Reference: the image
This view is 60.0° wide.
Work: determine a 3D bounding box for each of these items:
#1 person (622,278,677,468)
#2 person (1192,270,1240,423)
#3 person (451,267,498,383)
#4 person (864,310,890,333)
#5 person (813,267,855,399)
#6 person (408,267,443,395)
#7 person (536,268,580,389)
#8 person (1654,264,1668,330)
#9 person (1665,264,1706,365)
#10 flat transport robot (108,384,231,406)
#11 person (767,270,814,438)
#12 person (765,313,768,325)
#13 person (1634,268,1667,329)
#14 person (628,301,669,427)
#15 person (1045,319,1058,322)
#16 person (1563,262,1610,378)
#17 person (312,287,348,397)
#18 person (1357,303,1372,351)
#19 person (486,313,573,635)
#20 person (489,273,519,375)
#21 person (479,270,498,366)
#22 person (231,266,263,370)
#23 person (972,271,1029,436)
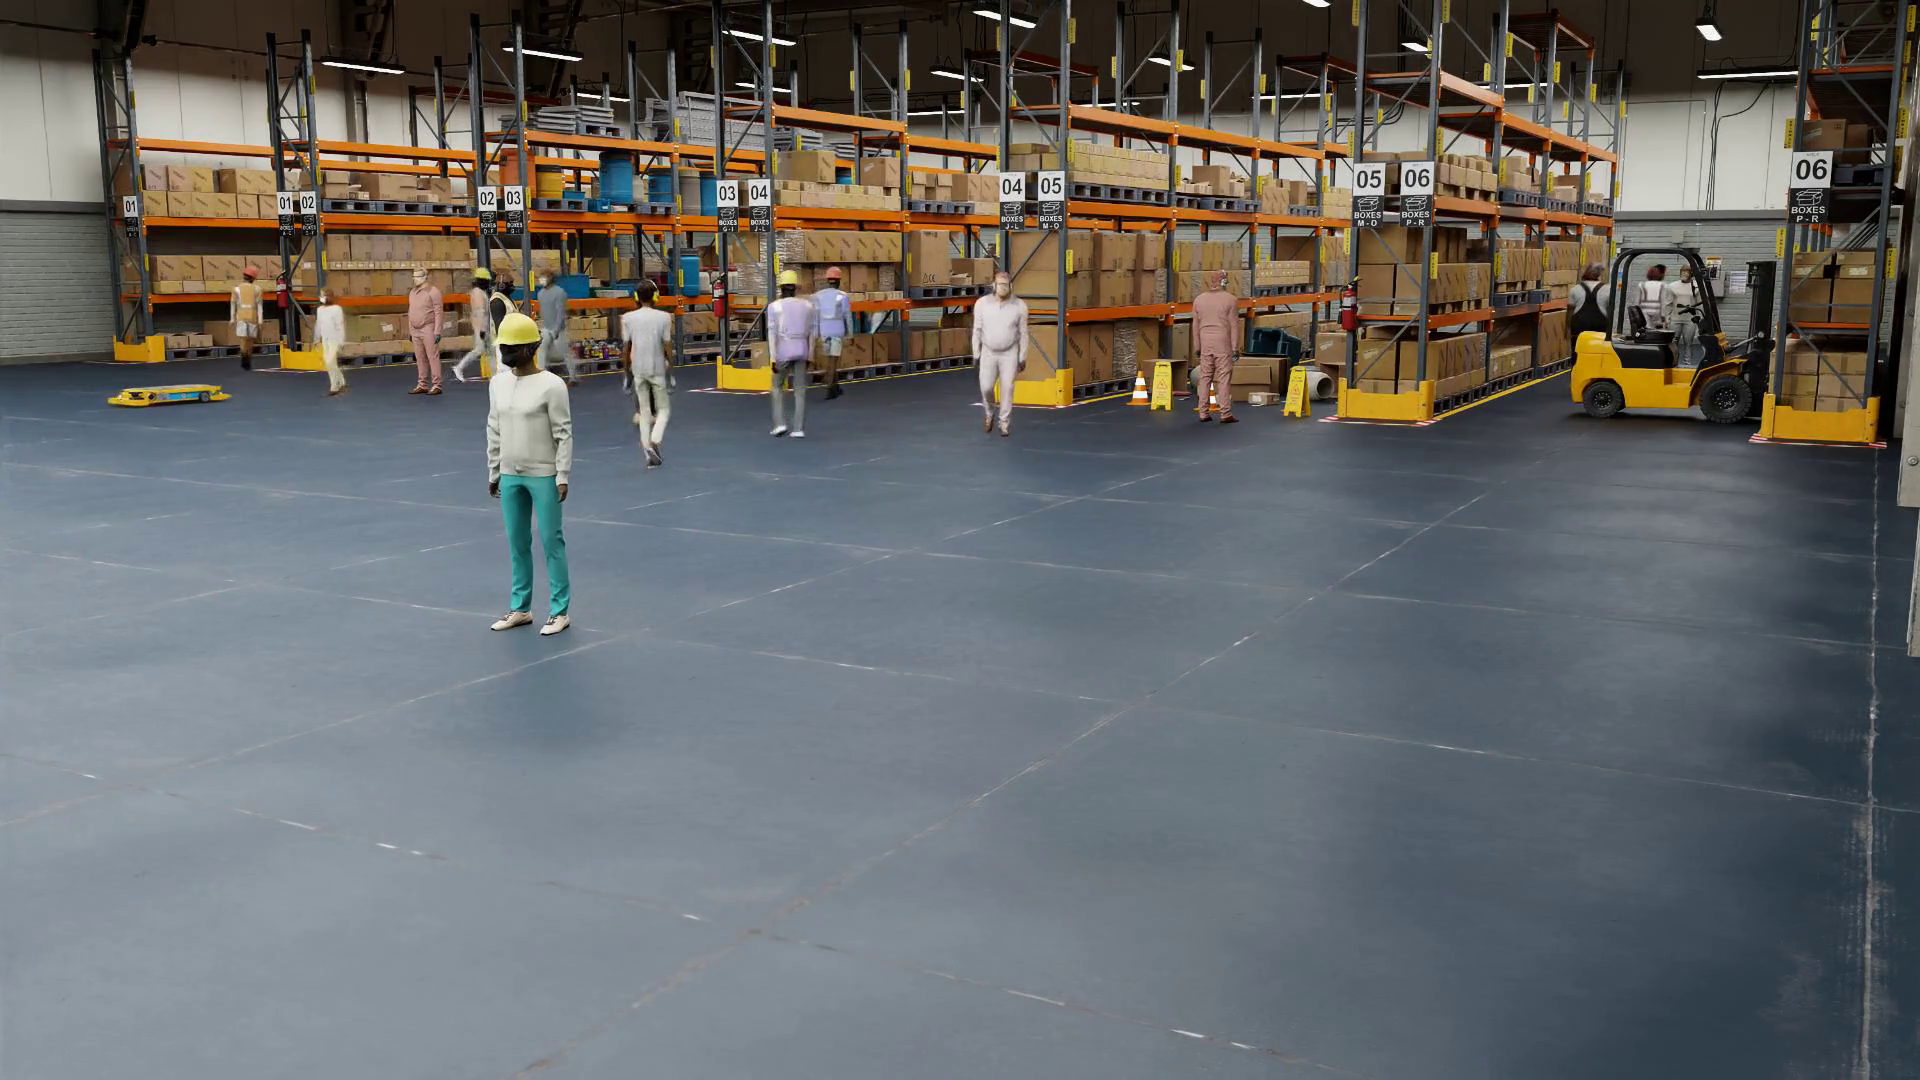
[{"bbox_3d":[-3.031,-1.622,16.267,0.552,1.856,0.403,1,10,3],"label":"person"},{"bbox_3d":[3.221,-2.408,20.751,0.636,1.902,0.405,8,12,38],"label":"person"},{"bbox_3d":[-7.881,-3.509,27.221,0.866,1.897,0.597,-1,10,-8],"label":"person"},{"bbox_3d":[-1.847,-4.912,35.696,0.619,1.815,0.893,6,11,30],"label":"person"},{"bbox_3d":[-1.793,-3.023,24.318,0.577,1.904,0.860,4,11,23],"label":"person"},{"bbox_3d":[-8.040,-3.125,24.933,0.655,1.905,0.407,6,11,30],"label":"person"},{"bbox_3d":[-6.296,-3.241,25.698,0.630,1.891,1.043,6,11,31],"label":"person"},{"bbox_3d":[14.502,-4.814,34.786,0.641,1.918,0.909,-7,12,-35],"label":"person"},{"bbox_3d":[12.398,-3.745,28.489,0.628,1.933,0.378,6,11,30],"label":"person"},{"bbox_3d":[-11.131,-2.054,23.438,0.652,0.197,1.431,7,12,34],"label":"flat transport robot"},{"bbox_3d":[-1.963,-2.122,19.059,0.589,1.904,0.666,-5,11,-25],"label":"person"},{"bbox_3d":[-3.158,-3.971,29.478,0.609,2.044,0.395,3,10,15],"label":"person"},{"bbox_3d":[14.022,-4.614,33.862,0.593,1.839,0.969,1,10,5],"label":"person"},{"bbox_3d":[-3.825,-2.197,20.219,0.538,1.661,0.847,4,10,21],"label":"person"},{"bbox_3d":[1.733,-3.736,28.334,0.641,1.956,0.886,4,10,22],"label":"person"},{"bbox_3d":[9.715,-3.325,25.708,0.725,2.000,1.039,3,10,17],"label":"person"},{"bbox_3d":[-9.317,-2.918,24.558,0.506,1.622,0.336,6,12,33],"label":"person"},{"bbox_3d":[8.876,-5.059,36.400,0.510,1.860,0.333,2,10,12],"label":"person"},{"bbox_3d":[-2.373,-0.354,9.119,0.533,1.765,0.323,4,11,23],"label":"person"},{"bbox_3d":[-6.075,-2.649,22.336,0.429,1.844,0.627,-1,10,-3],"label":"person"},{"bbox_3d":[-8.272,-3.858,29.444,0.527,1.838,0.881,4,11,23],"label":"person"},{"bbox_3d":[-12.947,-4.027,30.251,0.556,1.897,0.731,-4,10,-21],"label":"person"},{"bbox_3d":[0.466,-2.136,19.144,0.654,1.894,0.432,0,10,2],"label":"person"}]
